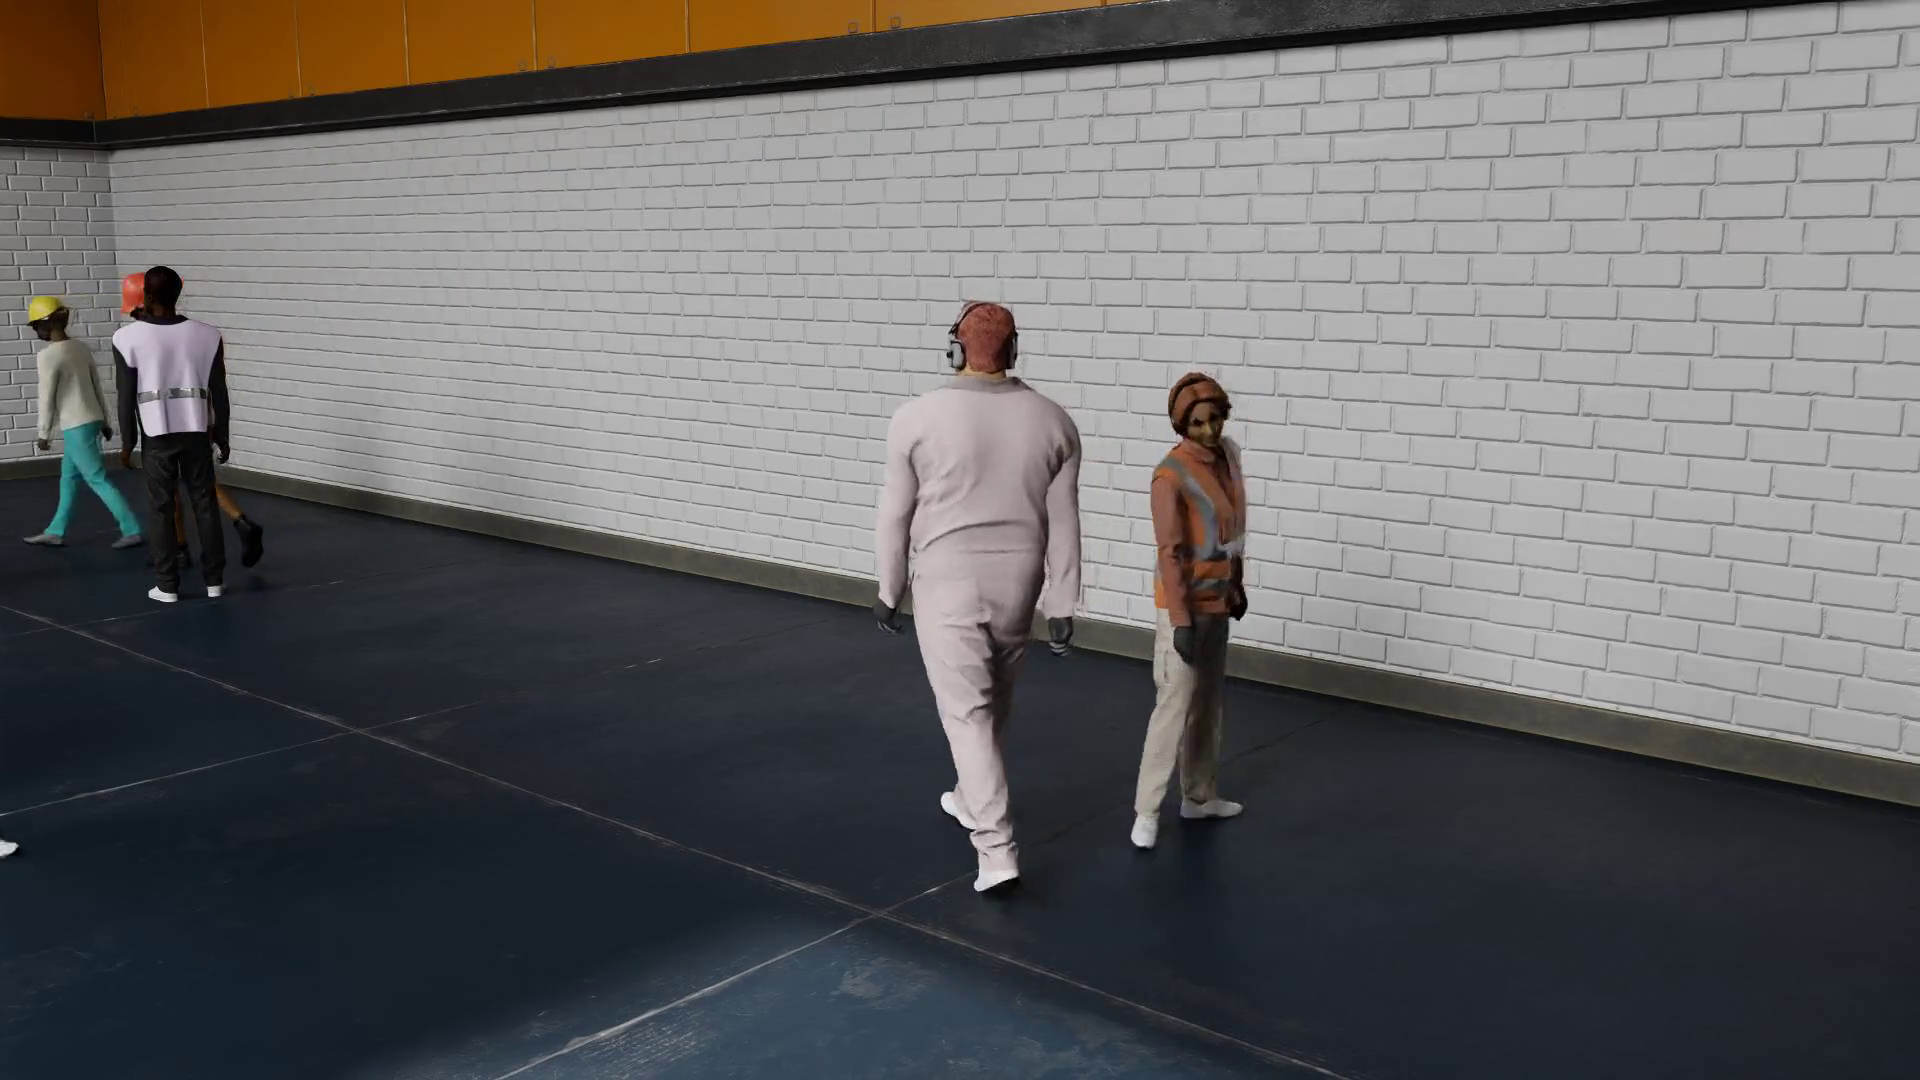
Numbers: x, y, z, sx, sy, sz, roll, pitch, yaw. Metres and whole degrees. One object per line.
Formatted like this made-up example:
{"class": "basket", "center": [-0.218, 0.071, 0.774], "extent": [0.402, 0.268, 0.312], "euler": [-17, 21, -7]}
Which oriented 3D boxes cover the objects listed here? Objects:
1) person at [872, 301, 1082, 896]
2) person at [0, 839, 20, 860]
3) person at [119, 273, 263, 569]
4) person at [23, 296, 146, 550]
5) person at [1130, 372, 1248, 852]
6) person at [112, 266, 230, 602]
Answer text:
{"class": "person", "center": [0.062, 0.168, 5.376], "extent": [0.636, 1.867, 1.004], "euler": [-4, 11, -20]}
{"class": "person", "center": [-3.566, 0.302, 5.404], "extent": [0.776, 1.572, 0.537], "euler": [4, 11, 23]}
{"class": "person", "center": [-4.767, -0.708, 10.284], "extent": [0.812, 1.874, 0.624], "euler": [3, 10, 17]}
{"class": "person", "center": [-5.882, -0.769, 11.101], "extent": [0.834, 1.705, 0.541], "euler": [0, 10, -2]}
{"class": "person", "center": [0.812, 0.231, 5.683], "extent": [0.323, 1.616, 0.605], "euler": [7, 12, 33]}
{"class": "person", "center": [-4.499, -0.602, 9.546], "extent": [0.596, 1.921, 0.381], "euler": [-7, 12, -36]}
